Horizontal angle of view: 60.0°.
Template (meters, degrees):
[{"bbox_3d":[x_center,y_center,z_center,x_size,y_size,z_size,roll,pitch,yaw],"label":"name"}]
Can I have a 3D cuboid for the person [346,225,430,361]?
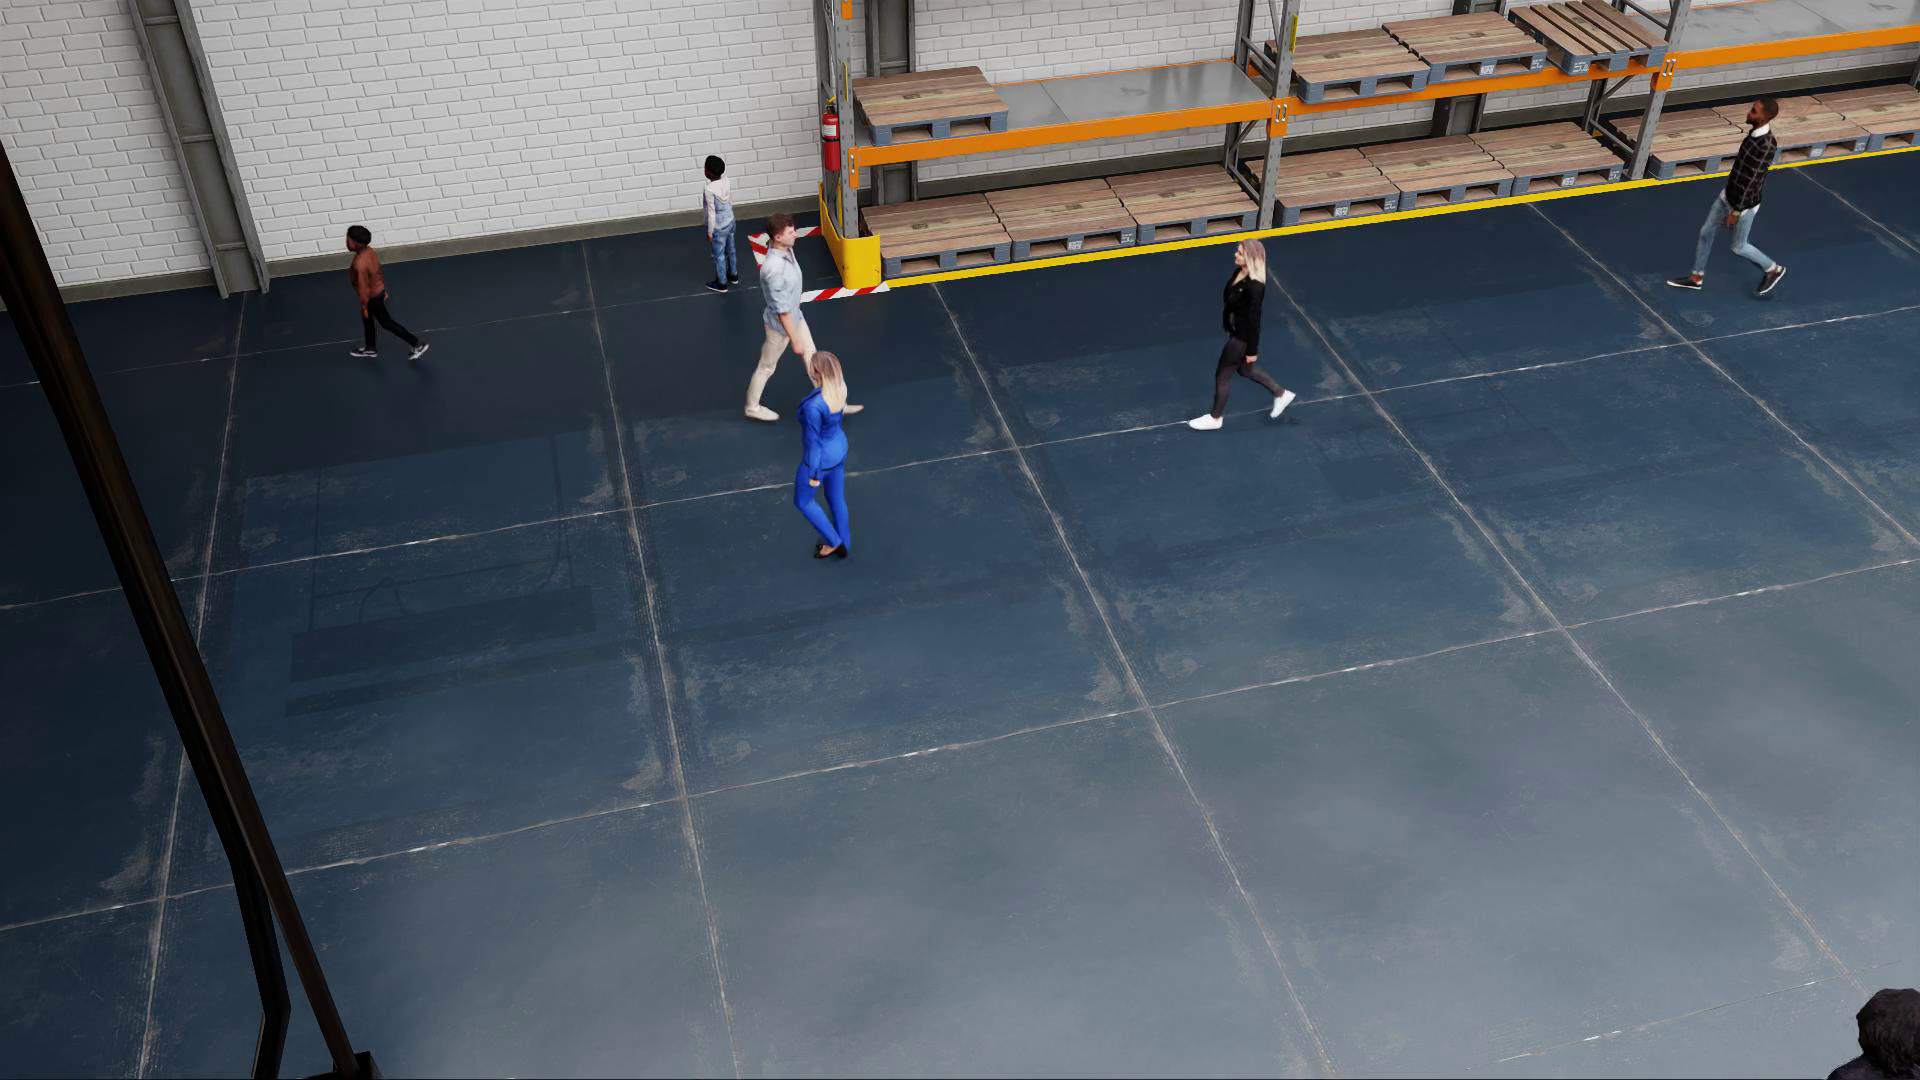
[{"bbox_3d":[-4.746,-2.002,13.631,0.952,1.235,0.659,-2,39,-2],"label":"person"}]

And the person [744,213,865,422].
[{"bbox_3d":[-1.436,-1.643,12.730,1.292,1.798,1.009,6,39,7],"label":"person"}]

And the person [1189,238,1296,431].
[{"bbox_3d":[2.255,-1.552,12.727,1.112,1.660,0.749,-3,39,-4],"label":"person"}]

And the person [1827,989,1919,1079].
[{"bbox_3d":[3.806,2.720,7.278,0.617,1.785,0.900,-29,47,-31],"label":"person"}]

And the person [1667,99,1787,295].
[{"bbox_3d":[6.813,-2.895,14.307,1.234,1.786,0.896,3,39,3],"label":"person"}]

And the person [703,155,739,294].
[{"bbox_3d":[-2.112,-2.789,14.596,0.630,1.261,0.568,21,43,24],"label":"person"}]

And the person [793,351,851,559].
[{"bbox_3d":[-0.834,-0.530,11.422,0.788,1.691,0.748,15,41,18],"label":"person"}]
